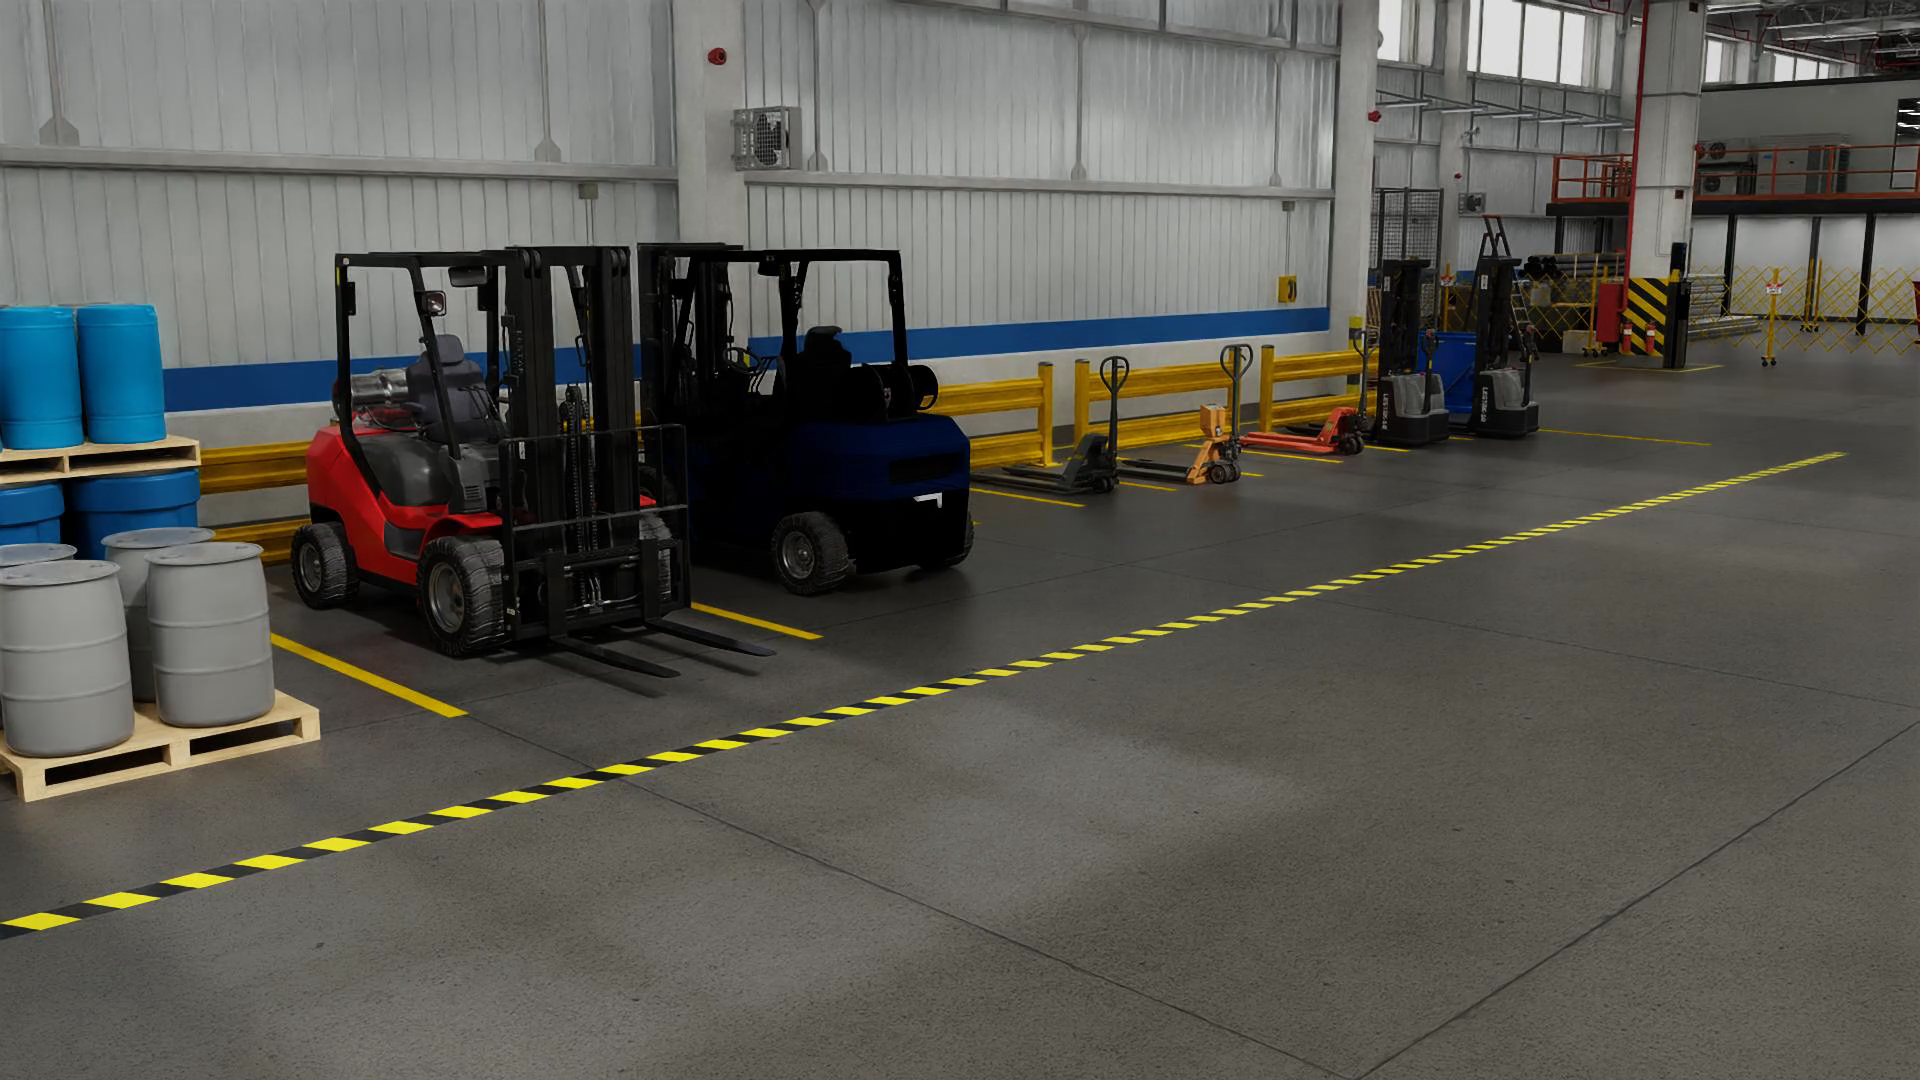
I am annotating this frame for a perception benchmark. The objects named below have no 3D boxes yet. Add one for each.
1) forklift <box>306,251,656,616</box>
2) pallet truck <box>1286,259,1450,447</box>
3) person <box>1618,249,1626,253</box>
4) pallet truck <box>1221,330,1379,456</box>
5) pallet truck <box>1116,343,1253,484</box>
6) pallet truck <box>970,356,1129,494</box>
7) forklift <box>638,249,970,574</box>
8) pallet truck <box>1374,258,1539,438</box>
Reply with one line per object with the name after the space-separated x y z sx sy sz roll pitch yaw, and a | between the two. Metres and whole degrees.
-2.833 -0.669 9.694 1.157 1.987 2.680 -10 14 -44 | forklift
4.493 -2.078 18.196 0.823 1.965 1.885 -9 14 -40 | pallet truck
18.126 -7.062 45.741 0.613 1.871 0.413 -4 11 -22 | person
3.563 -1.581 17.381 0.653 1.274 1.630 -10 14 -44 | pallet truck
1.962 -1.215 15.415 1.522 1.261 0.704 10 14 43 | pallet truck
0.784 -1.085 14.876 0.680 1.201 1.601 -10 14 -44 | pallet truck
-1.173 -0.958 11.239 2.680 1.987 1.157 10 14 43 | forklift
5.704 -2.208 18.901 1.885 1.965 0.823 10 14 43 | pallet truck
